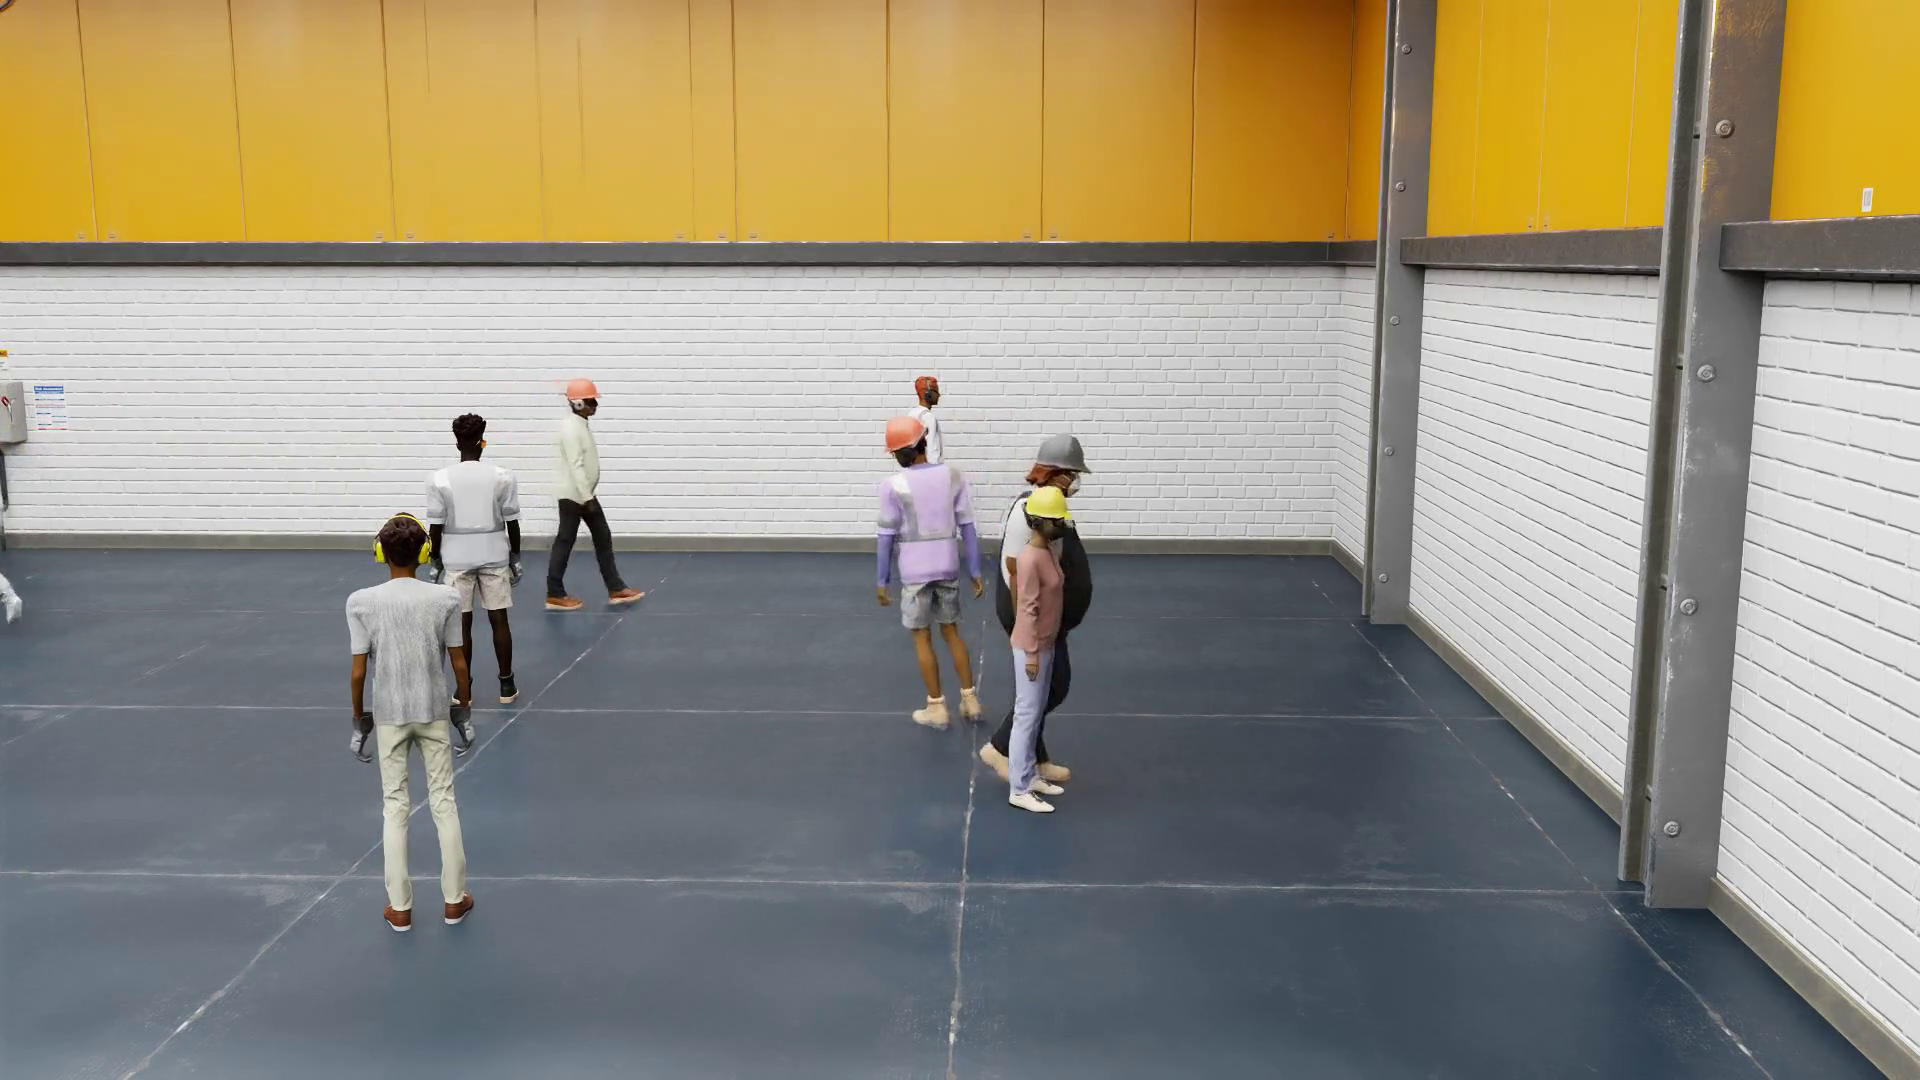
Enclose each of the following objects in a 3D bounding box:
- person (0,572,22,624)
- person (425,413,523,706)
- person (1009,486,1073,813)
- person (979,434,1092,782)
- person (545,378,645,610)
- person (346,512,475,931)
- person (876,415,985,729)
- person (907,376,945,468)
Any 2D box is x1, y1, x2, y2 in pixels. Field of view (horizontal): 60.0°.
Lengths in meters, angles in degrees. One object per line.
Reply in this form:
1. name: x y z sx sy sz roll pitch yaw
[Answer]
1. person: -7.808 -0.111 13.193 0.457 1.728 0.503 2 10 13
2. person: -3.231 0.132 11.092 0.613 1.959 0.370 -4 10 -20
3. person: 0.447 0.582 9.043 0.330 1.765 0.533 2 10 14
4. person: 0.473 0.385 9.383 0.541 2.000 0.690 1 10 8
5. person: -3.114 -0.378 14.051 0.925 1.960 0.608 0 10 1
6. person: -2.444 0.807 7.415 0.528 1.869 0.313 -3 10 -19
7. person: -0.225 0.201 10.592 0.641 1.994 0.534 -5 11 -28
8. person: -0.313 -0.587 15.541 0.356 1.883 0.574 -4 11 -23
